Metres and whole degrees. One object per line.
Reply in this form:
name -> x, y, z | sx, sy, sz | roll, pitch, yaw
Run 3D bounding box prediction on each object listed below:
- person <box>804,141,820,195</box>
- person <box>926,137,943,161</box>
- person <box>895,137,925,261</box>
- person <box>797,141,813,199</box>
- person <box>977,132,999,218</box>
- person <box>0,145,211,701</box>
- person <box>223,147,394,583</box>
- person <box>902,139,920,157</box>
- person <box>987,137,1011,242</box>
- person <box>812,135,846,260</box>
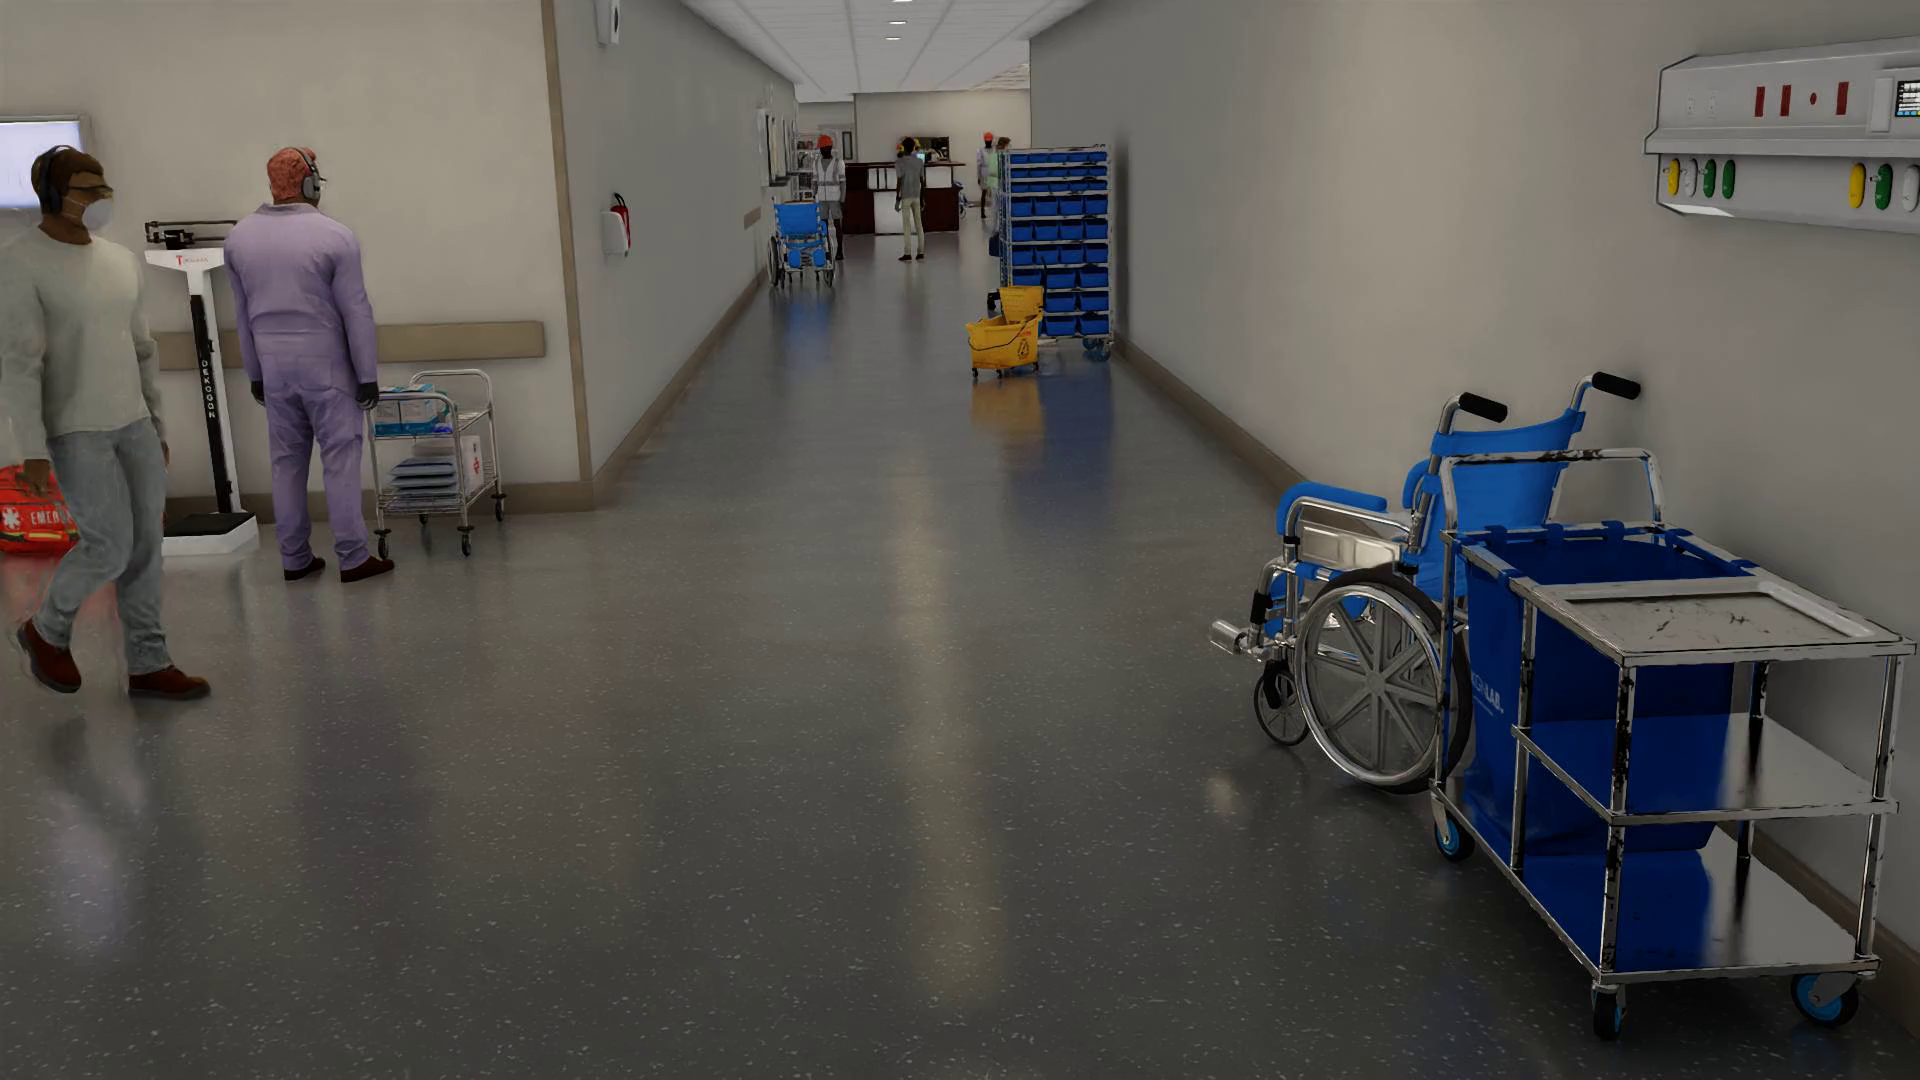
person -> -3.890, -9.543, 43.705 | 0.576, 1.825, 1.018 | 2, 14, 14
person -> -0.551, -8.481, 38.944 | 0.429, 1.841, 0.626 | 3, 15, 20
person -> -0.769, -5.226, 25.511 | 0.508, 1.872, 0.328 | -9, 16, -28
person -> -3.458, -7.875, 36.771 | 0.527, 1.841, 0.330 | 2, 14, 14
person -> 0.668, -8.340, 37.997 | 0.554, 1.932, 0.378 | -4, 14, -8
person -> -2.975, -0.361, 5.666 | 0.525, 1.922, 0.642 | 2, 14, 15
person -> -2.841, -0.755, 7.325 | 0.650, 1.903, 0.399 | 1, 14, 13
person -> -1.081, -8.618, 39.598 | 0.595, 1.827, 0.404 | -12, 17, -36
person -> 0.712, -6.197, 29.426 | 0.513, 1.815, 0.711 | -11, 17, -35
person -> -2.057, -5.349, 26.030 | 0.552, 1.935, 0.374 | 3, 15, 20
